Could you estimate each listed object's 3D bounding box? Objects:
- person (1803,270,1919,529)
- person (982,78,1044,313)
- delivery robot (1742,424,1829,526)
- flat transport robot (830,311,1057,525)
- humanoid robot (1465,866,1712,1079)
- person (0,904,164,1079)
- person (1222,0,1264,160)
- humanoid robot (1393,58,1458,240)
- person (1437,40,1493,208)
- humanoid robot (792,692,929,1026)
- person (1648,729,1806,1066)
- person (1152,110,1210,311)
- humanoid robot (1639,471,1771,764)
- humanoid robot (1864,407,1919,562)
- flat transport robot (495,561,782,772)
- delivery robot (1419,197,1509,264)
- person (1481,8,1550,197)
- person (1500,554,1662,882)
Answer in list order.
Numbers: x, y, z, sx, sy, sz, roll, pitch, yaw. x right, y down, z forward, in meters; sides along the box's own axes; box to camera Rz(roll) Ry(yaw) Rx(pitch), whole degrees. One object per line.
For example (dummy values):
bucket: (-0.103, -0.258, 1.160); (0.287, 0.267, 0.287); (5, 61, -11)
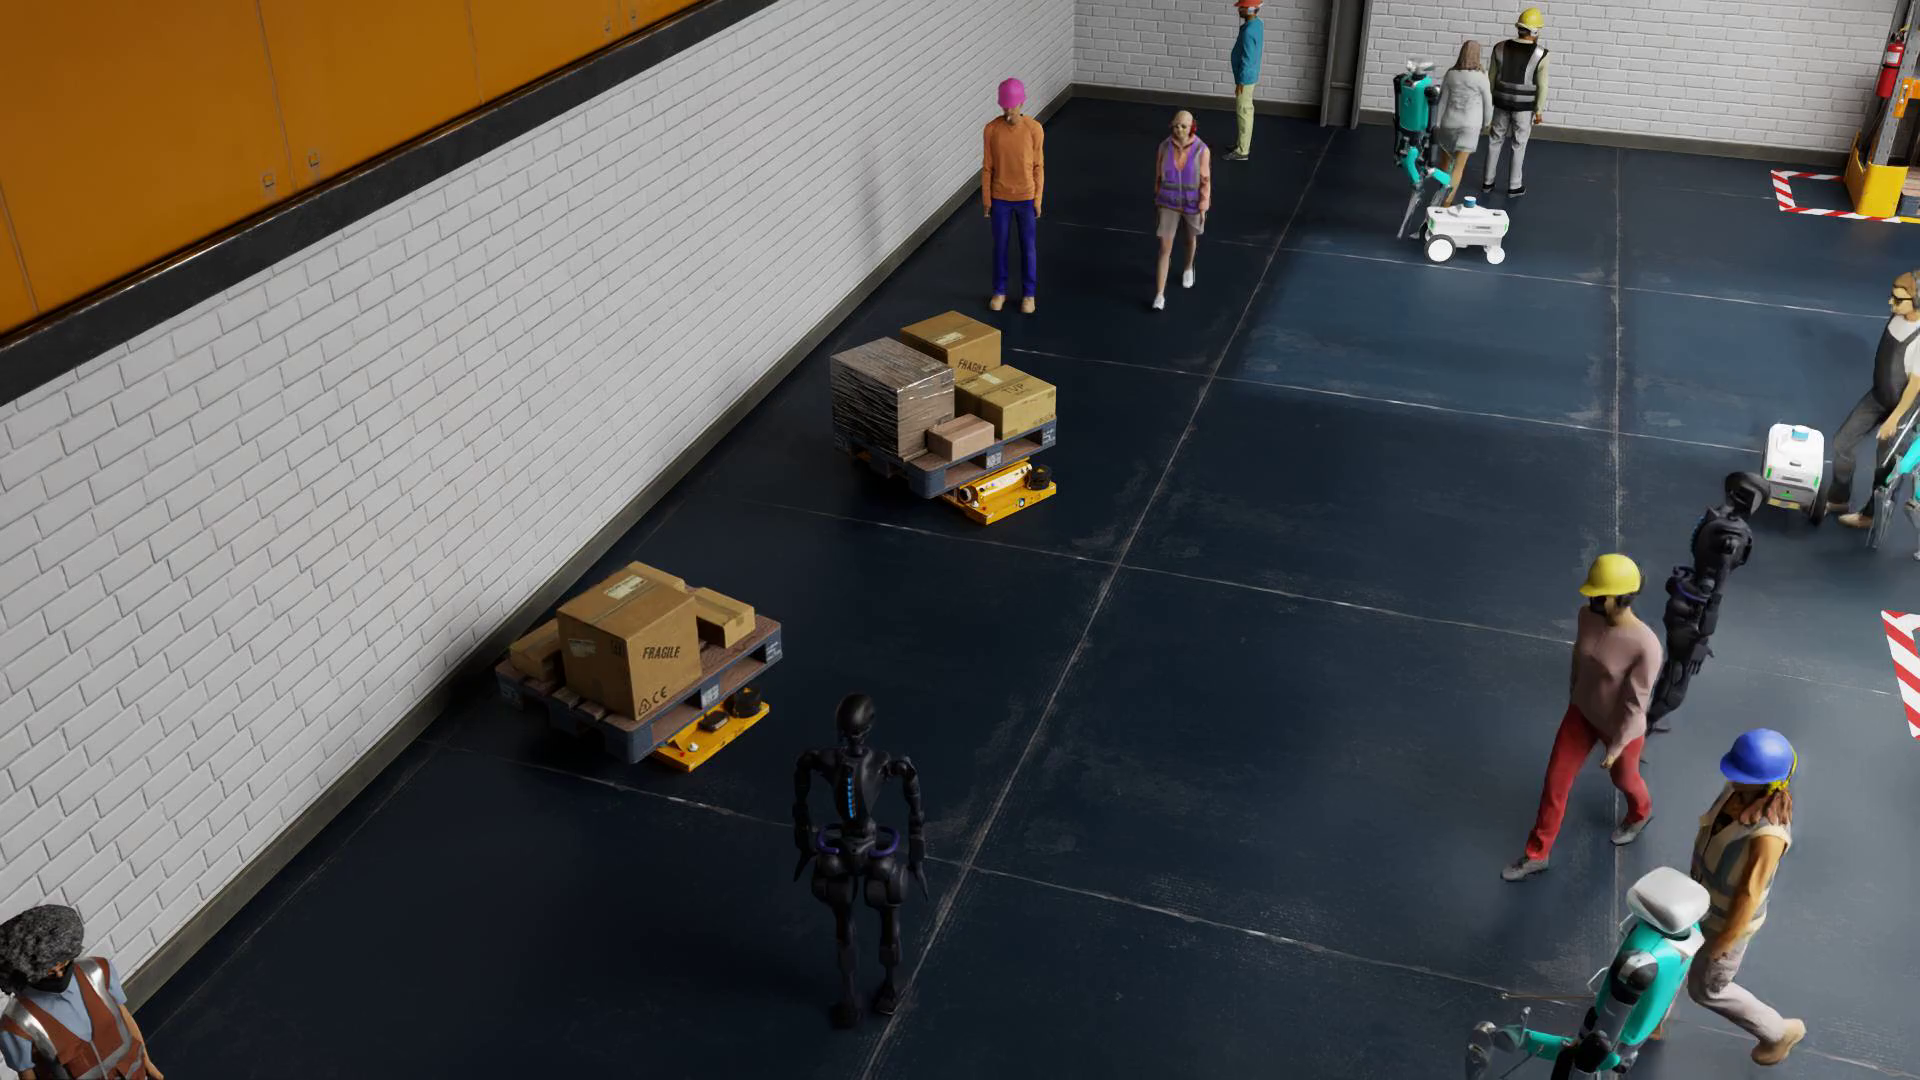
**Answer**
person: (5.854, -0.864, 10.580); (0.616, 1.811, 0.558); (-2, 30, -3)
person: (0.433, -2.854, 13.805); (0.517, 1.974, 0.398); (4, 31, 6)
delivery robot: (5.571, -0.477, 11.152); (0.499, 0.592, 0.796); (13, 33, 21)
flat transport robot: (-0.067, -0.537, 11.539); (0.659, 0.231, 1.431); (-25, 38, -35)
humanoid robot: (2.130, 1.794, 6.174); (0.538, 1.774, 1.001); (-27, 40, -37)
person: (-3.064, 1.963, 5.892); (0.306, 1.680, 0.428); (17, 35, 27)
person: (2.981, -4.888, 17.475); (0.332, 1.750, 0.565); (8, 31, 13)
humanoid robot: (4.288, -3.526, 15.220); (0.784, 1.803, 0.535); (-16, 34, -26)
person: (4.883, -4.031, 16.142); (0.502, 1.618, 0.851); (16, 34, 26)
humanoid robot: (-0.419, 1.352, 6.948); (0.590, 1.658, 0.349); (3, 31, 5)
person: (3.130, 1.462, 6.678); (0.664, 1.756, 0.496); (1, 30, 2)
person: (1.875, -2.826, 14.070); (0.479, 1.638, 0.937); (6, 31, 10)
humanoid robot: (3.767, 0.372, 8.610); (0.457, 1.643, 0.612); (9, 32, 15)
humanoid robot: (6.006, -0.644, 10.317); (0.751, 1.803, 0.560); (-14, 33, -22)
flat transport robot: (-1.819, 0.819, 9.232); (1.431, 0.231, 0.659); (19, 36, 29)
delivery robot: (4.572, -2.821, 15.158); (0.788, 0.610, 0.499); (4, 31, 6)
person: (5.486, -4.314, 16.424); (0.600, 1.827, 0.404); (21, 36, 31)
person: (3.055, 0.810, 7.813); (0.894, 1.711, 0.523); (-16, 34, -25)
